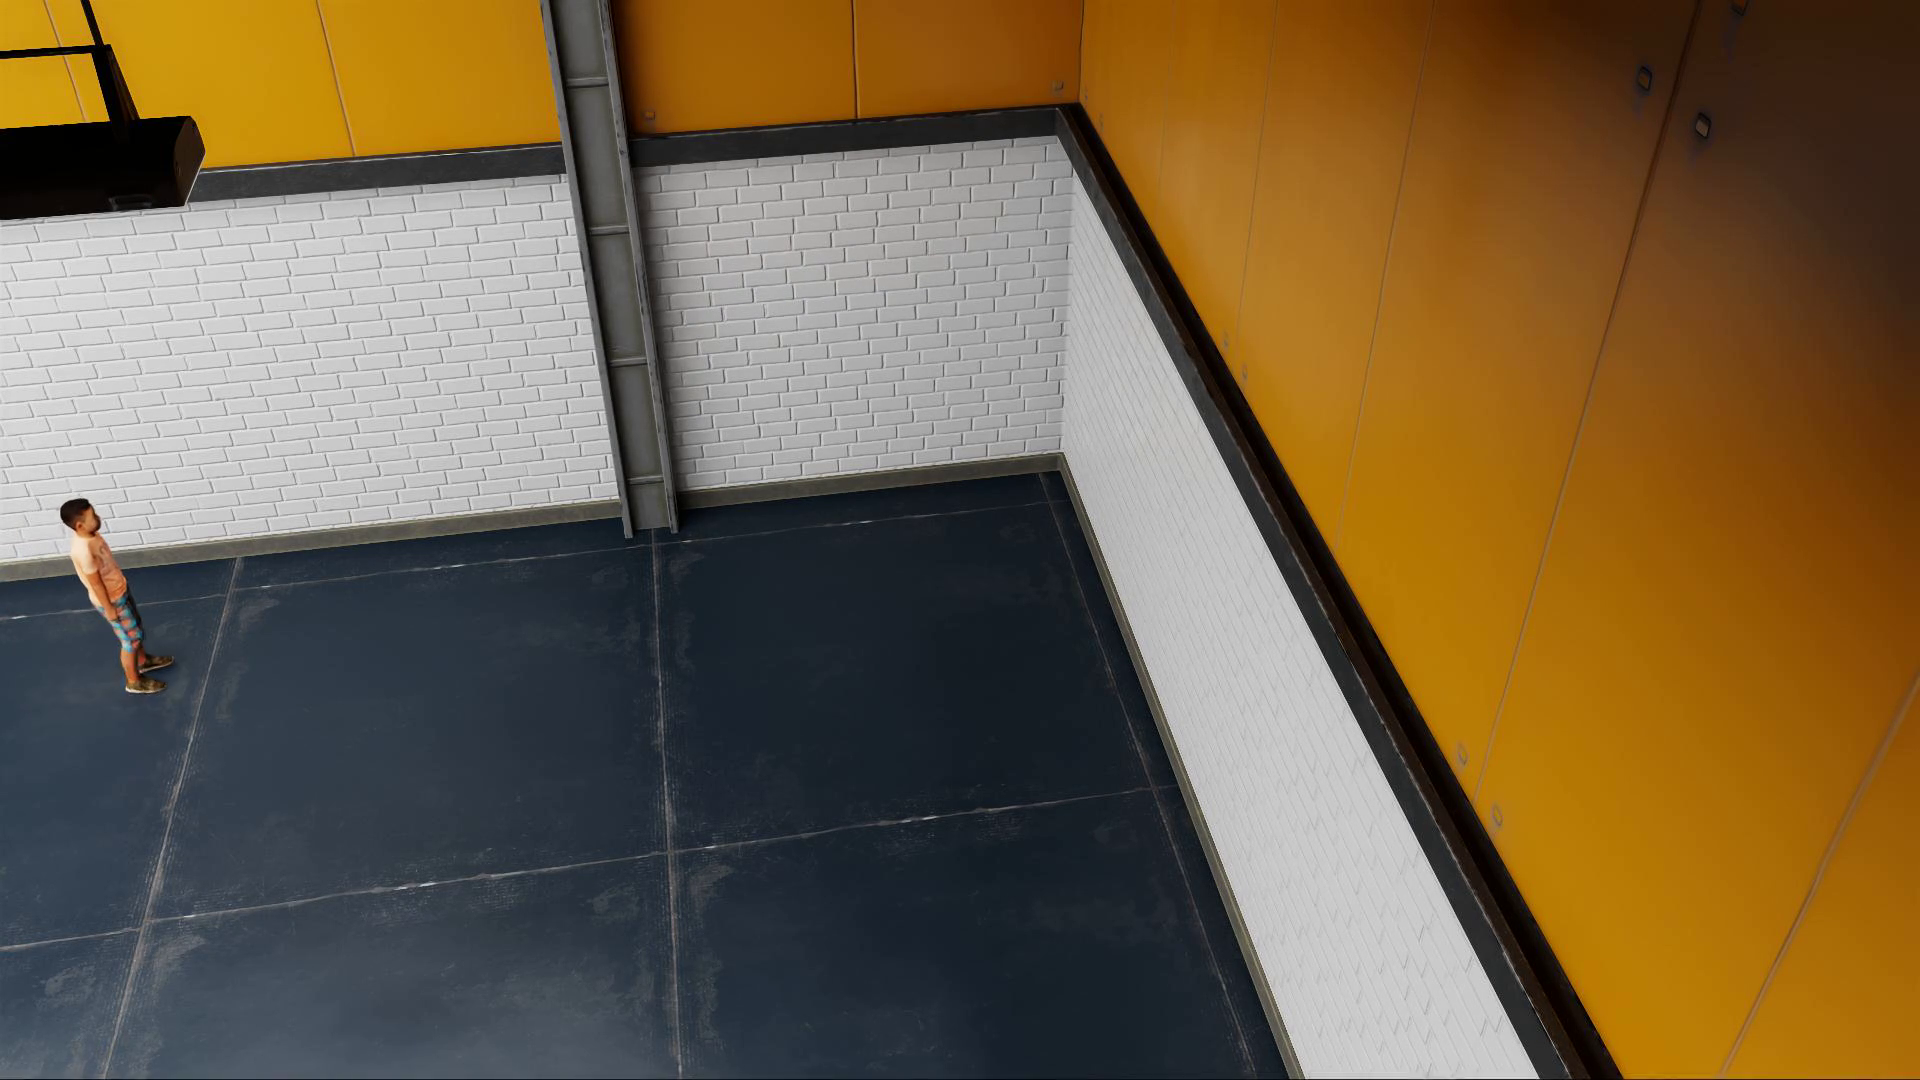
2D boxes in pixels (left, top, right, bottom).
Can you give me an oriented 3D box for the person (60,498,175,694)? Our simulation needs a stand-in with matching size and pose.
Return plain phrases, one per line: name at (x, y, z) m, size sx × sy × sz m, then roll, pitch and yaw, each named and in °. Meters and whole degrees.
person at (-5.513, 0.357, 10.727) m, size 0.579 × 1.459 × 0.591 m, roll -13°, pitch 40°, yaw -16°
